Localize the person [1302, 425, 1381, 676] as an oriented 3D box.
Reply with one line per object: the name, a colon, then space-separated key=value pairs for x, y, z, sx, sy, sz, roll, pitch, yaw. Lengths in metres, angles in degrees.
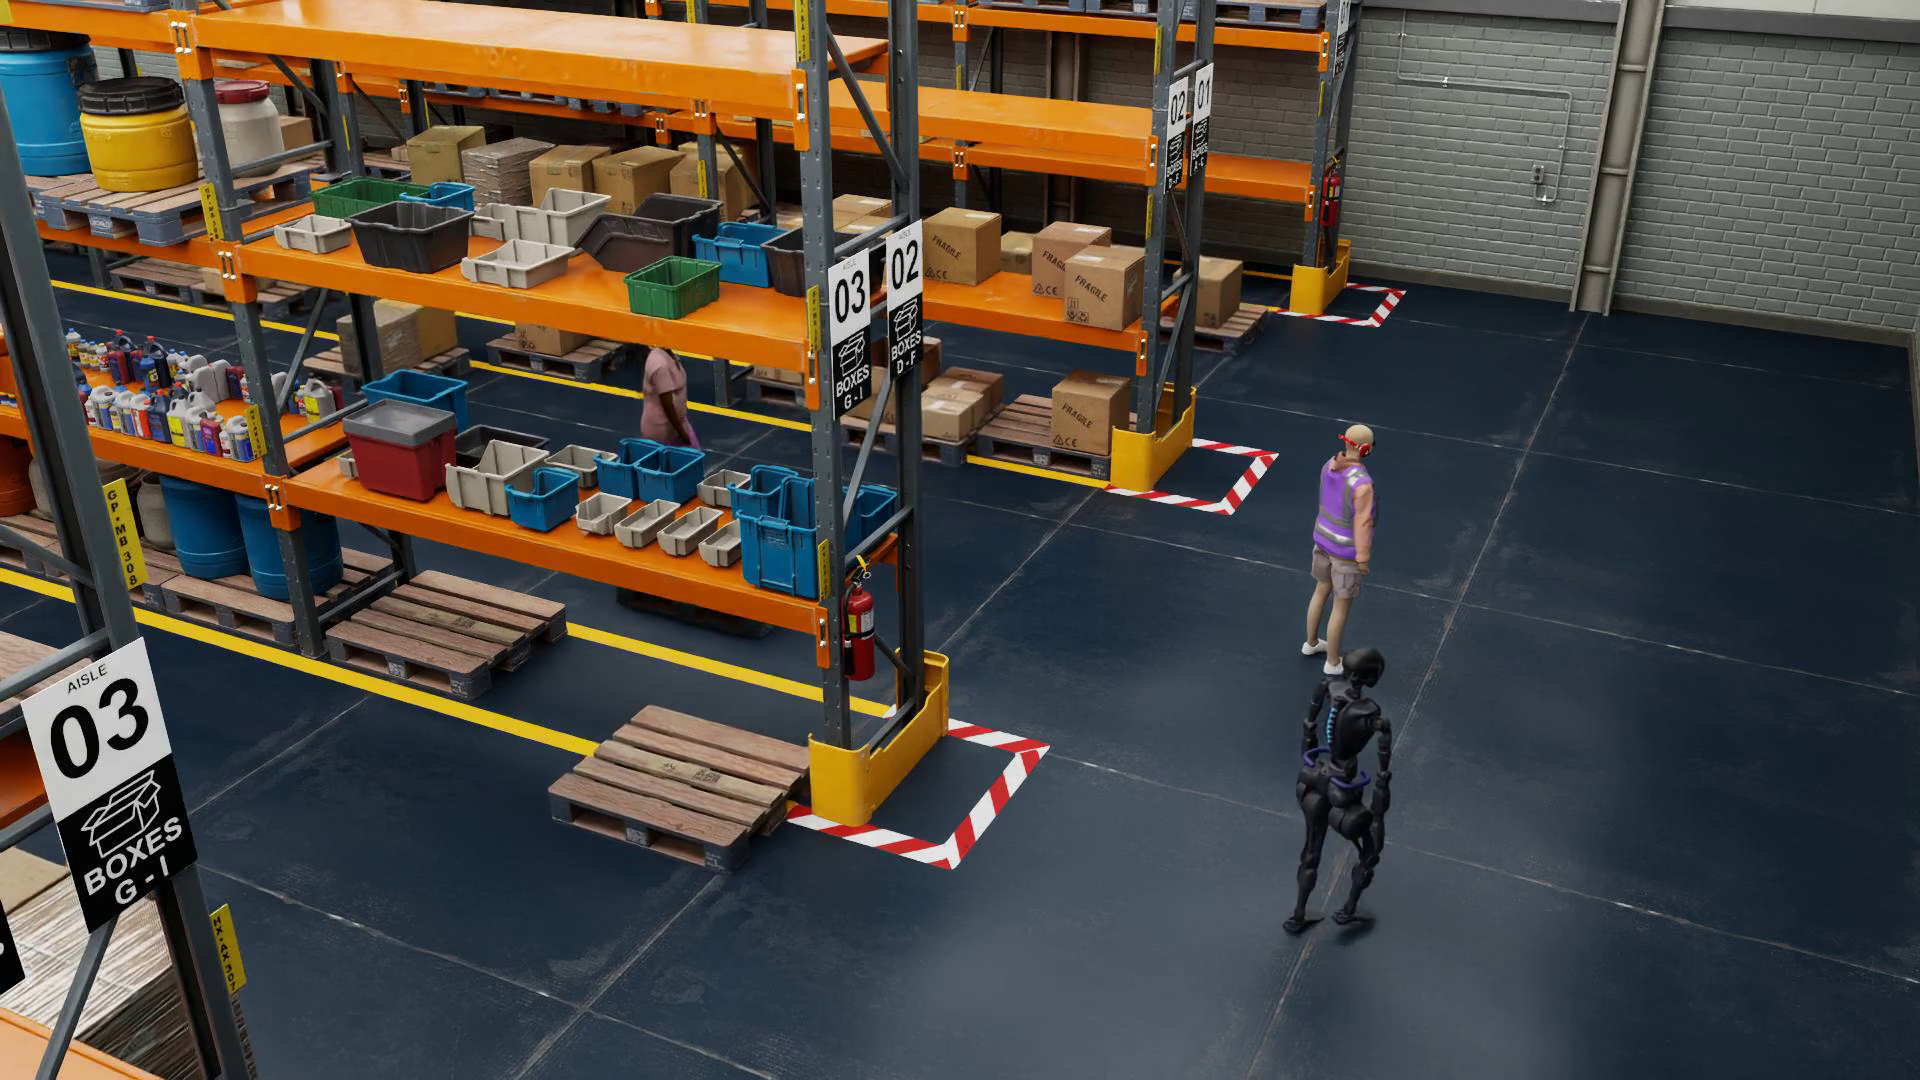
person: x=2.428 y=0.058 z=10.587 sx=0.347 sy=1.688 sz=0.491 roll=-10 pitch=28 yaw=-19

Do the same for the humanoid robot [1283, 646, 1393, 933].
humanoid robot: x=1.884 y=1.231 z=8.225 sx=0.448 sy=1.649 sz=0.607 roll=-16 pitch=30 yaw=-29

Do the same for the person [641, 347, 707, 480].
person: x=-2.216 y=-0.854 z=12.369 sx=0.924 sy=1.758 sz=0.502 roll=2 pitch=26 yaw=4
